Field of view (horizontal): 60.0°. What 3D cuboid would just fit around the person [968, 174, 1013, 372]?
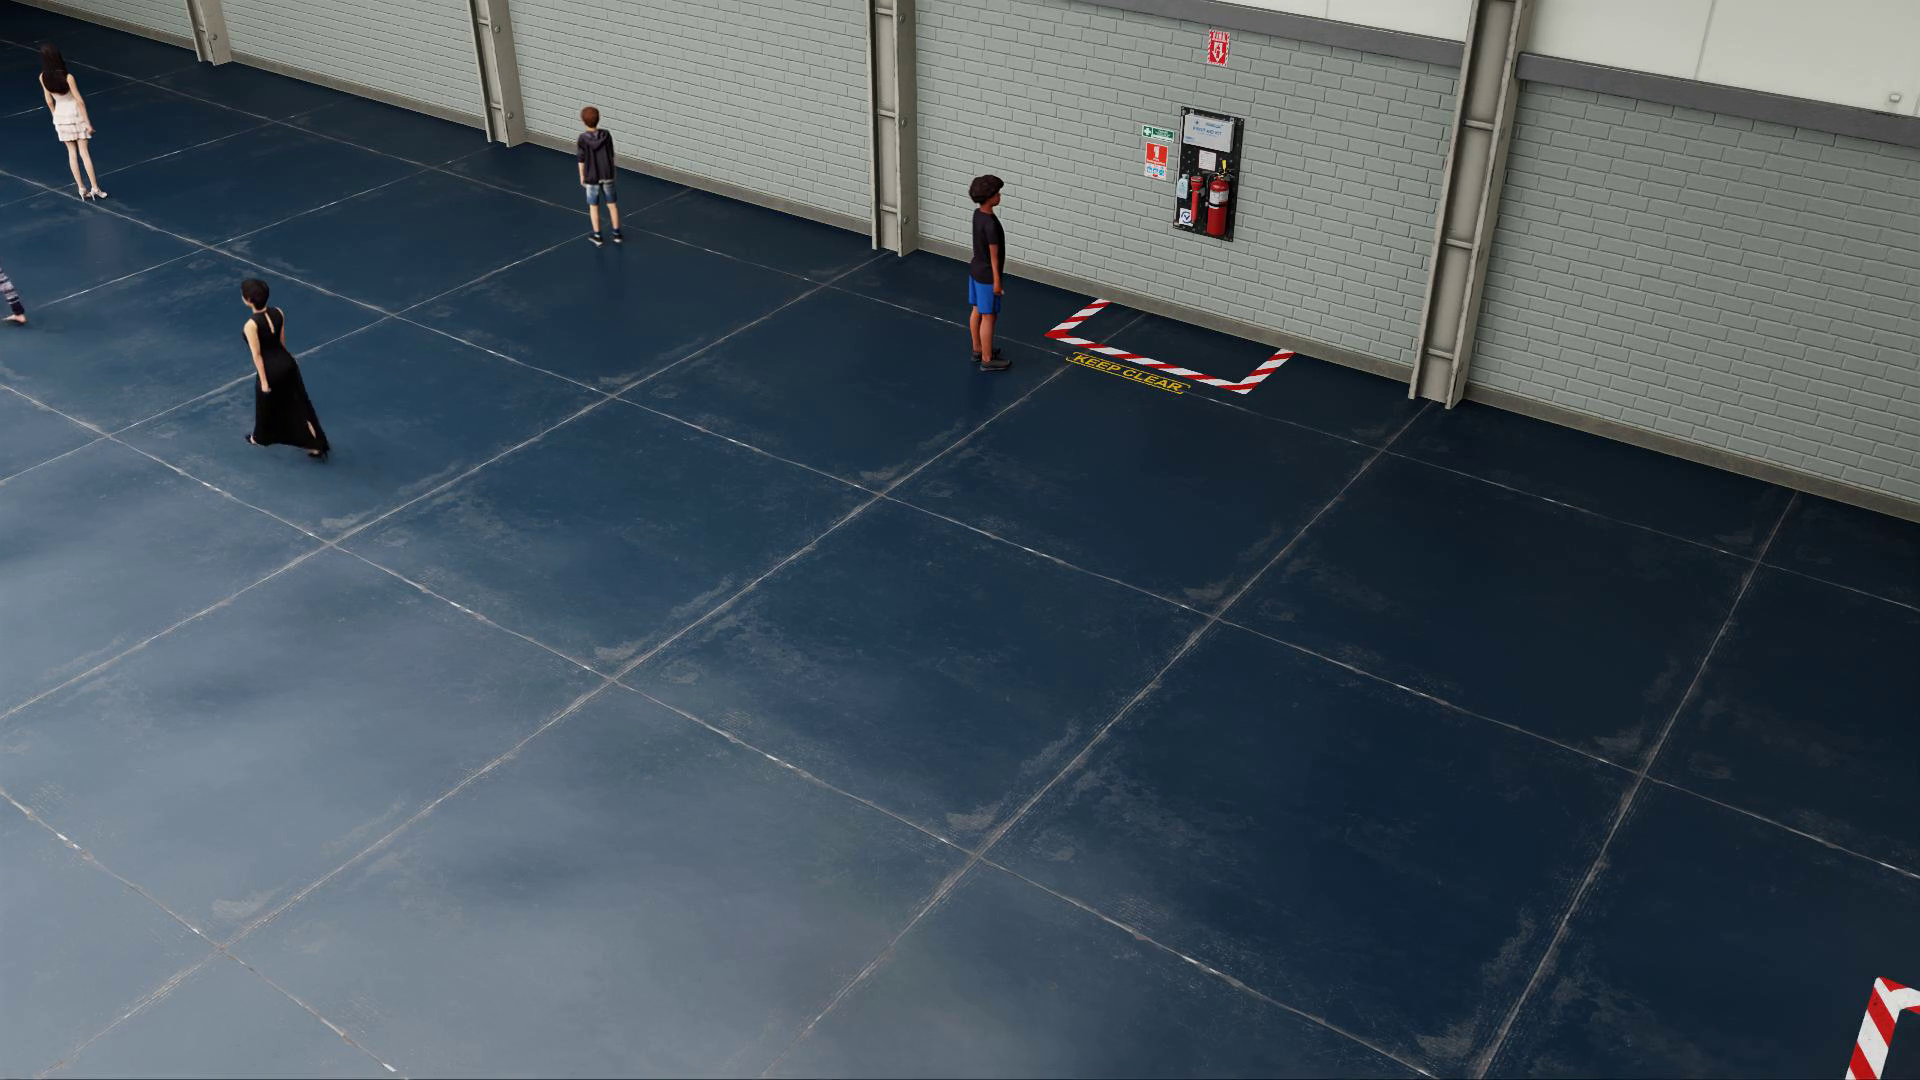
[{"bbox_3d":[0.234,-2.396,14.869,0.774,1.800,0.694,-10,34,-16],"label":"person"}]

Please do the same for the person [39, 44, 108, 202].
[{"bbox_3d":[-9.879,-4.625,18.463,0.615,1.735,0.722,4,32,6],"label":"person"}]

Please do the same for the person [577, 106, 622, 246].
[{"bbox_3d":[-3.801,-3.837,17.487,0.624,1.443,0.651,-13,35,-20],"label":"person"}]

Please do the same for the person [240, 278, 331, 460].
[{"bbox_3d":[-5.438,-1.319,13.395,1.101,1.551,0.762,12,34,18],"label":"person"}]
